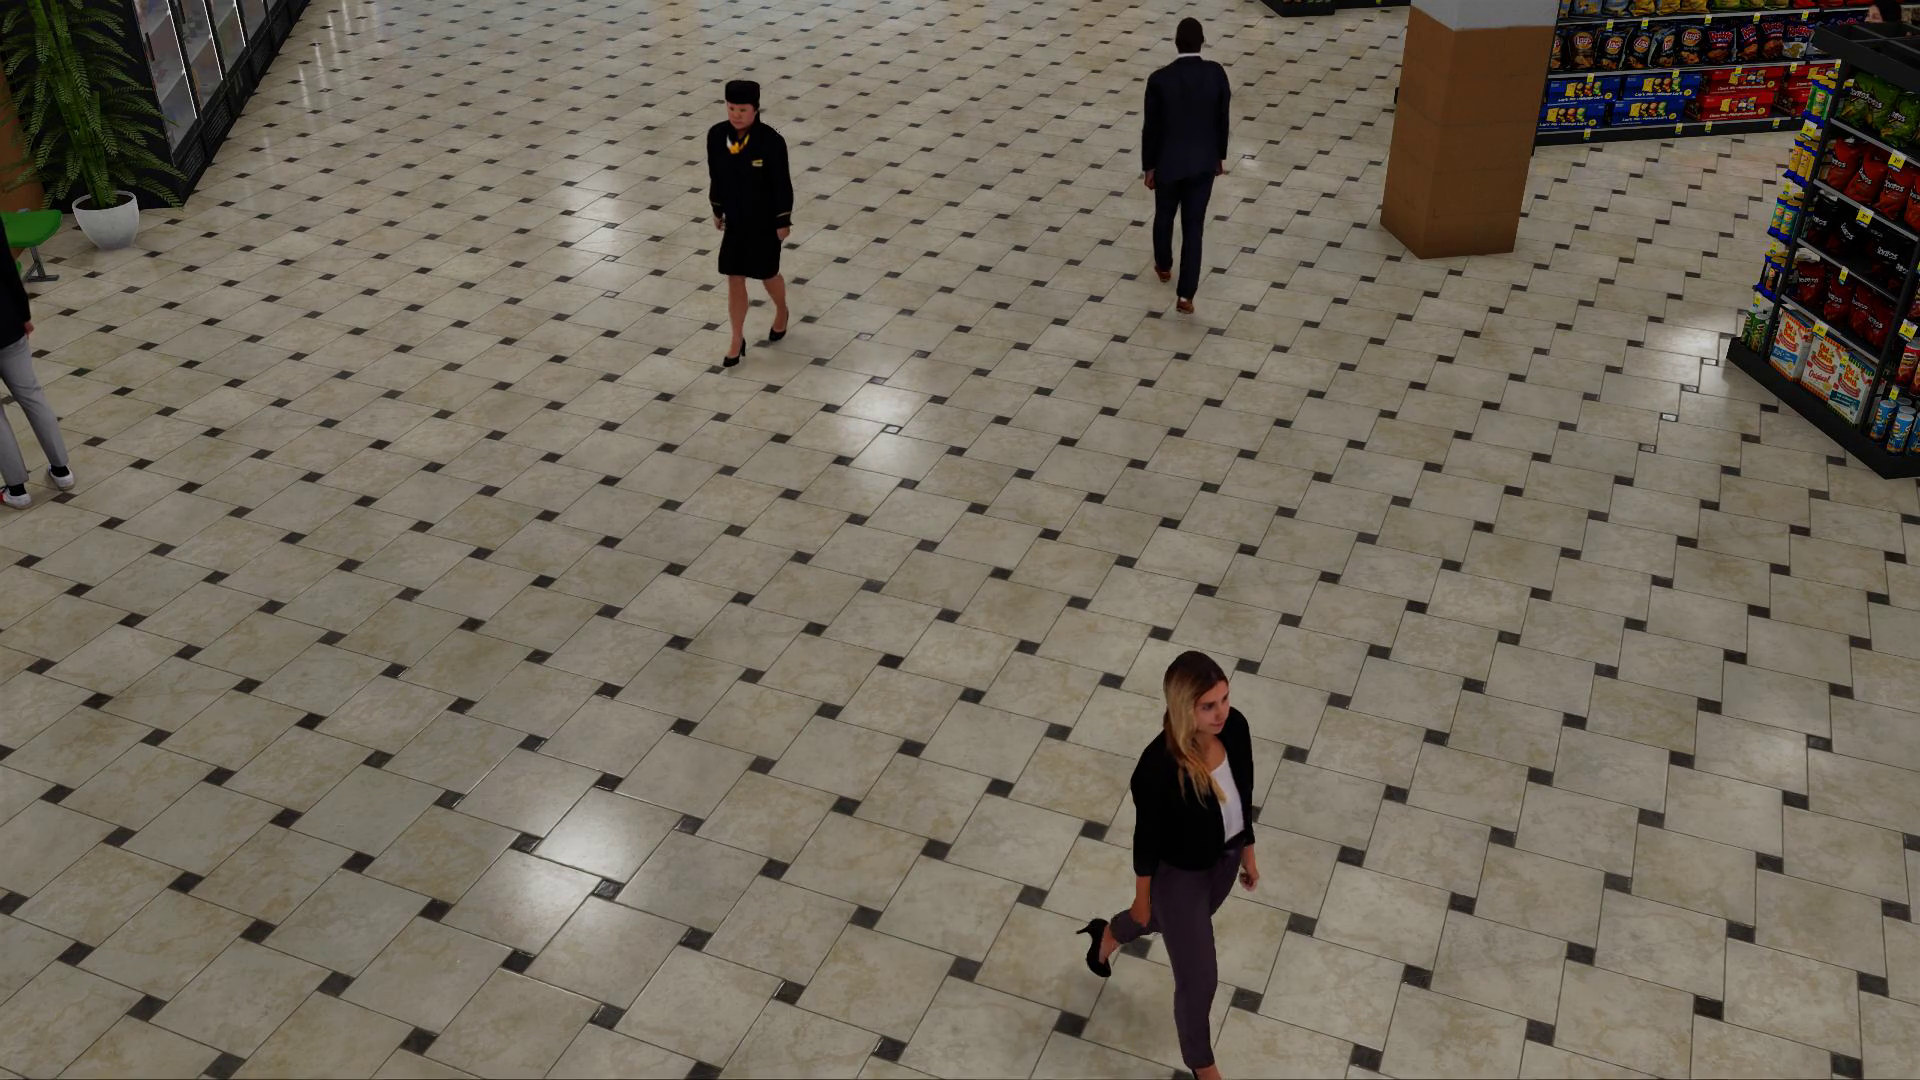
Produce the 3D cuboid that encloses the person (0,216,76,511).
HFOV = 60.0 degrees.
[{"bbox_3d":[-4.853,-1.070,8.218,0.857,1.948,0.773,25,39,34],"label":"person"}]

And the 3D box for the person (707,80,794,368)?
[{"bbox_3d":[-1.186,-1.892,9.818,0.999,1.652,1.020,11,34,17],"label":"person"}]

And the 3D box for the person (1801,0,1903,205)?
[{"bbox_3d":[6.280,-2.899,11.493,1.145,1.592,0.744,-11,34,-17],"label":"person"}]

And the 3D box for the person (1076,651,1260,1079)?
[{"bbox_3d":[0.659,1.007,5.166,1.038,1.645,1.003,-27,41,-36],"label":"person"}]

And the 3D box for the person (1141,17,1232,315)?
[{"bbox_3d":[1.402,-2.267,10.290,1.234,1.792,1.024,5,32,8],"label":"person"}]
